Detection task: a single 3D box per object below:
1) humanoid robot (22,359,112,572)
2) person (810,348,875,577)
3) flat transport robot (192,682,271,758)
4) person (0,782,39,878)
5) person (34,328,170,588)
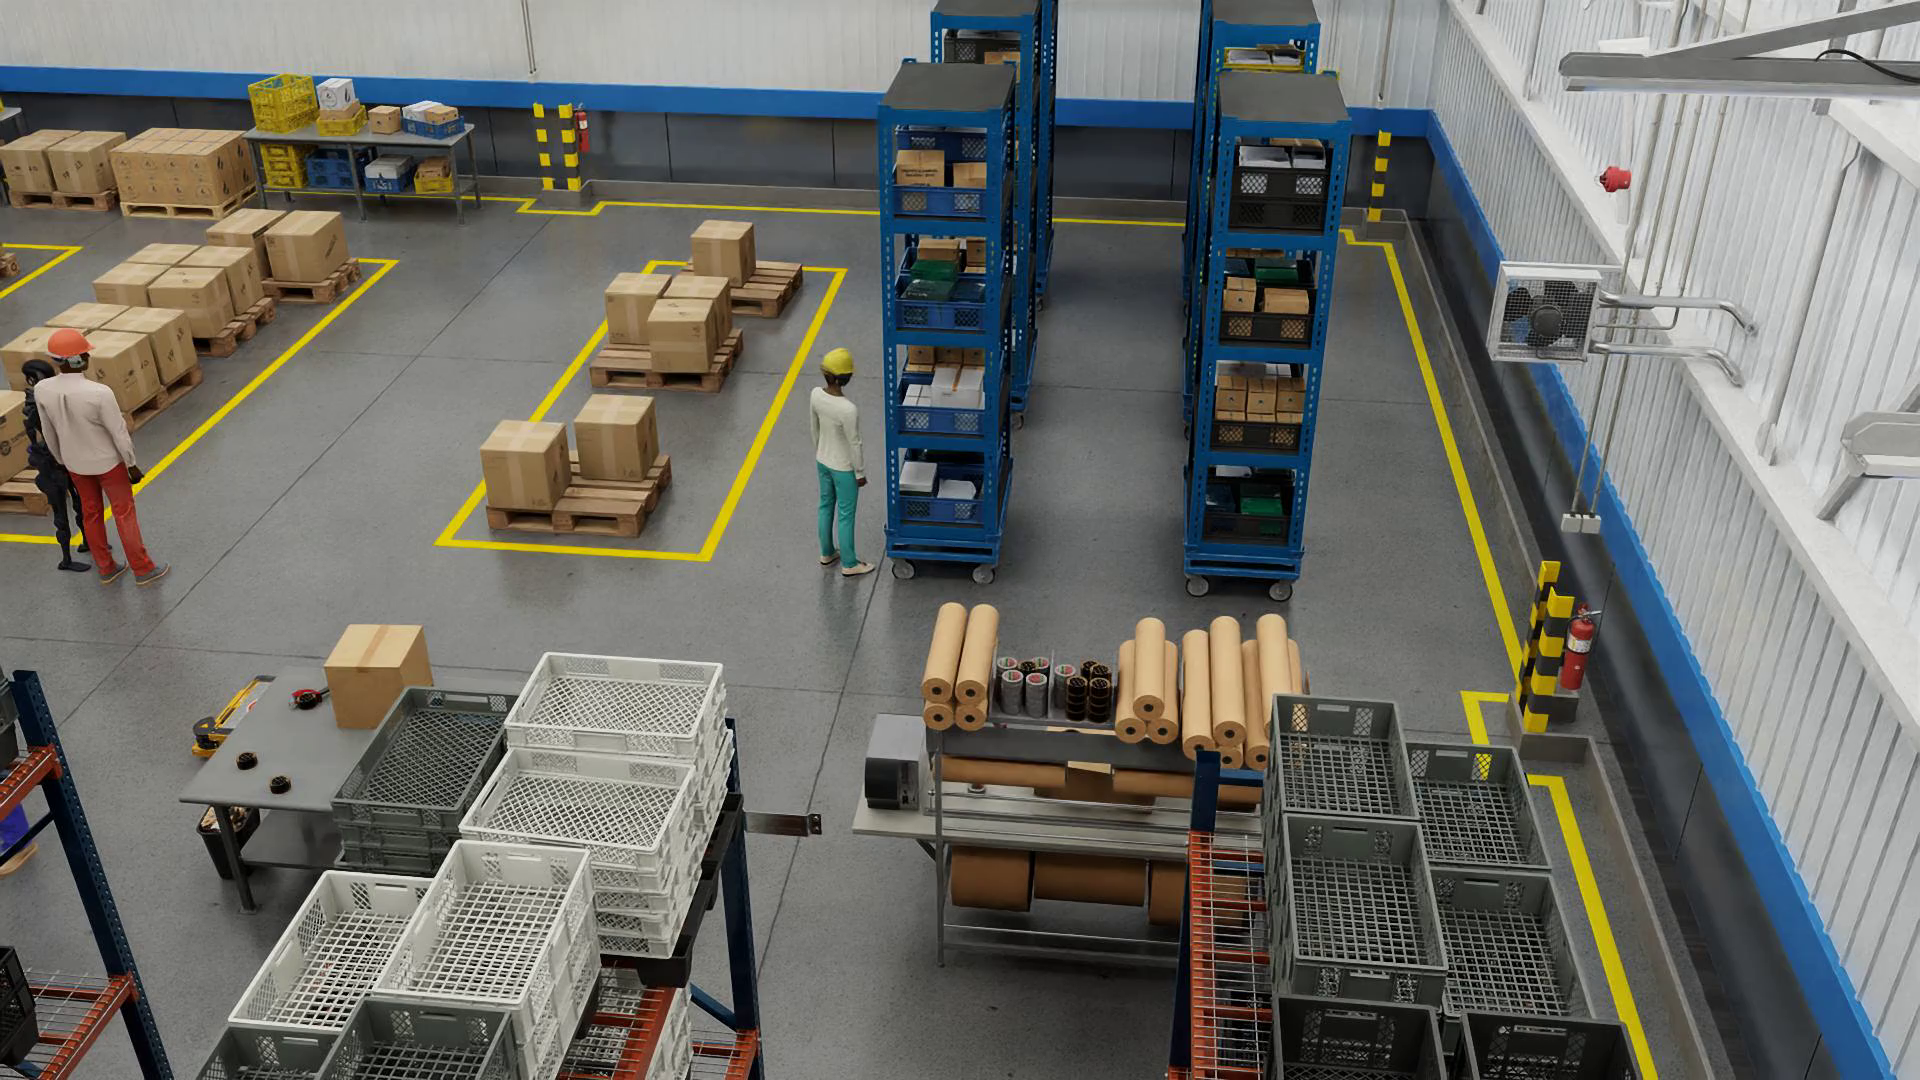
[{"bbox_3d":[-6.622,-0.567,12.247,0.326,1.651,0.570,3,30,5],"label":"humanoid robot"},{"bbox_3d":[-0.874,-0.570,12.161,0.314,1.769,0.523,-24,38,-35],"label":"person"},{"bbox_3d":[-4.089,1.163,10.648,1.431,0.197,0.652,3,30,6],"label":"flat transport robot"},{"bbox_3d":[-5.699,0.988,9.218,0.679,2.000,0.536,12,32,19],"label":"person"},{"bbox_3d":[-6.198,-0.578,11.954,0.620,1.990,0.388,4,30,7],"label":"person"}]
